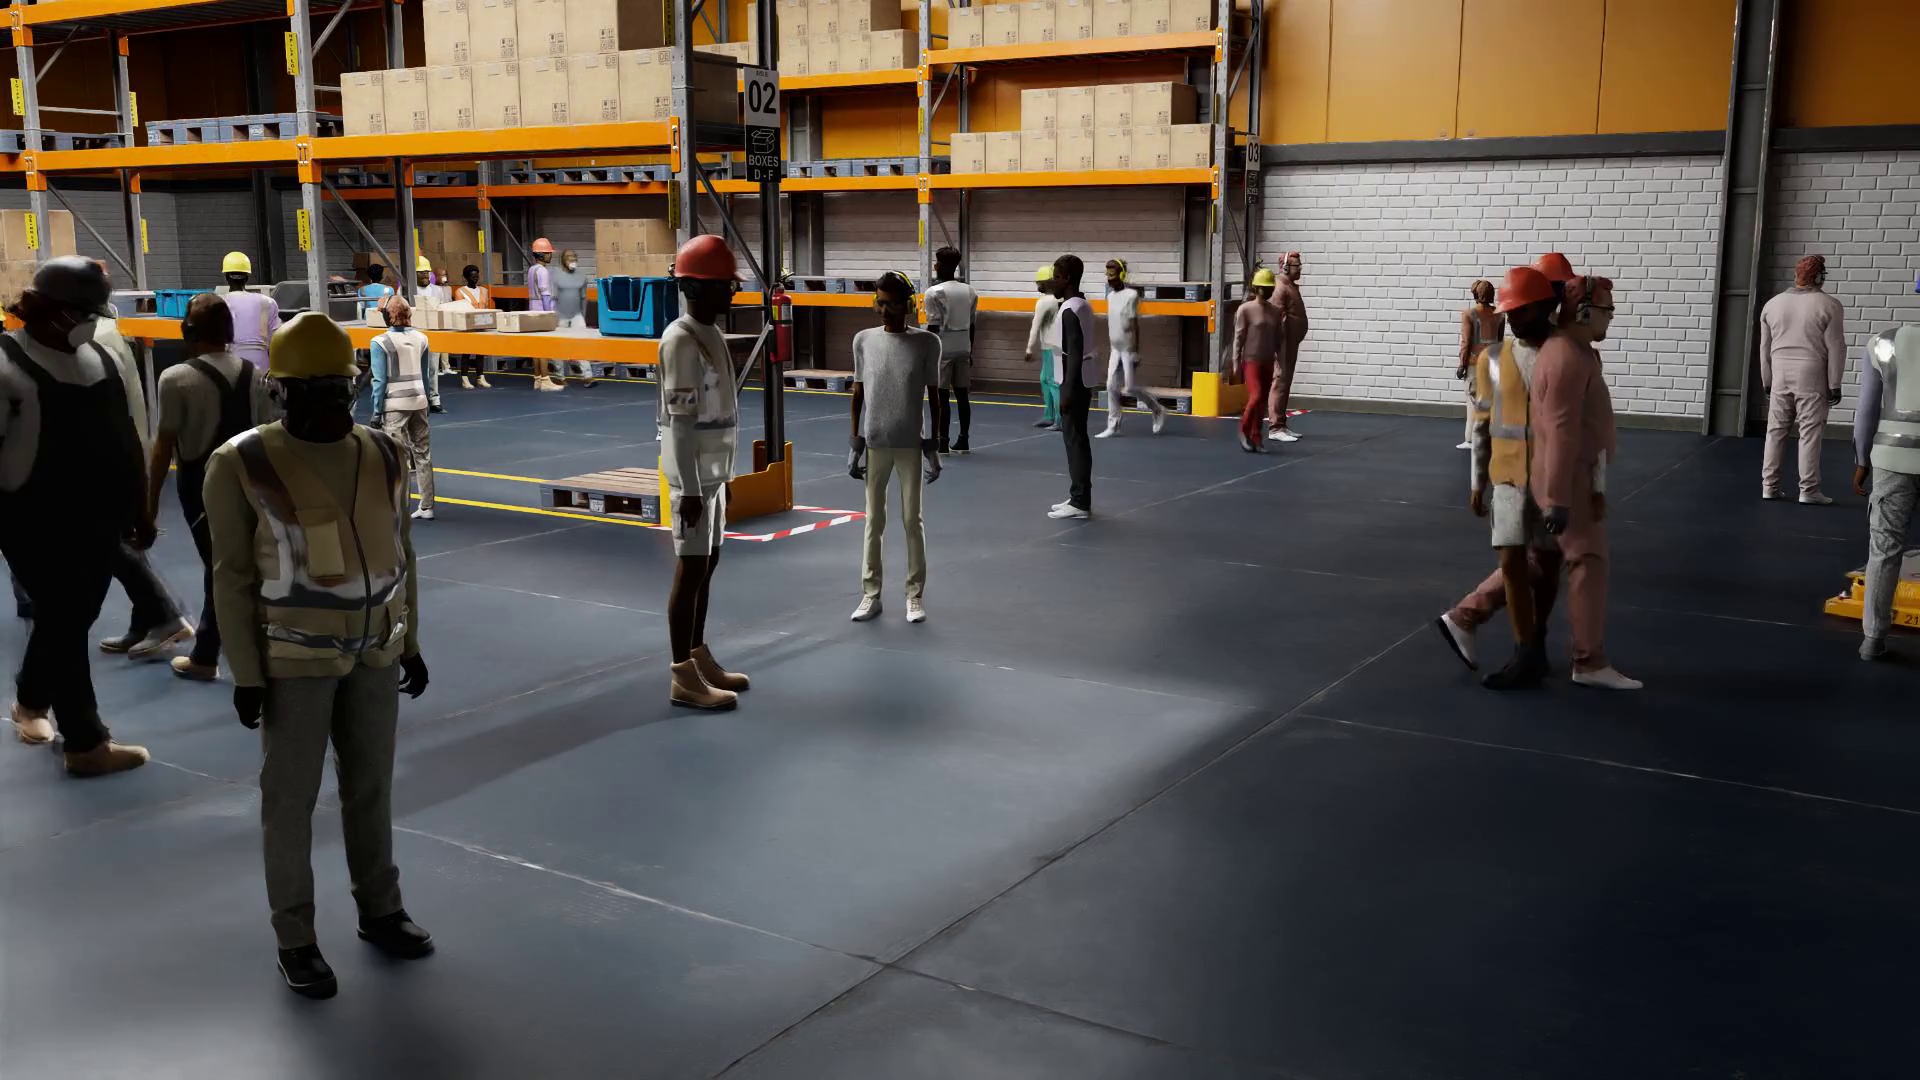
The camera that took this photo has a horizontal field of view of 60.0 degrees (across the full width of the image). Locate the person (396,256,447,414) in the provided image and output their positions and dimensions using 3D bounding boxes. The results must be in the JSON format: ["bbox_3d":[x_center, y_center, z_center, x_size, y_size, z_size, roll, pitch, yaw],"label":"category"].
[{"bbox_3d":[-6.218,-2.363,19.293,0.403,1.835,0.588,10,14,43],"label":"person"}]

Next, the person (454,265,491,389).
[{"bbox_3d":[-6.638,-2.898,22.673,0.322,1.690,0.536,8,13,36],"label":"person"}]

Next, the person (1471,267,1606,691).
[{"bbox_3d":[2.637,-0.281,7.584,0.633,1.897,0.655,5,12,27],"label":"person"}]

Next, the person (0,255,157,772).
[{"bbox_3d":[-3.547,-0.159,6.509,0.864,2.000,0.689,3,11,14],"label":"person"}]

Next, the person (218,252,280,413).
[{"bbox_3d":[-5.769,-1.345,13.401,0.589,1.927,0.369,-7,12,-32],"label":"person"}]

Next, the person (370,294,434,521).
[{"bbox_3d":[-3.972,-0.921,11.844,0.309,1.641,0.513,5,12,27],"label":"person"}]

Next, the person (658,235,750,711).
[{"bbox_3d":[-1.094,-0.293,7.245,0.395,2.042,0.611,1,10,5],"label":"person"}]

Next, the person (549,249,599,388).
[{"bbox_3d":[-5.297,-3.002,22.678,0.639,1.894,0.969,-8,13,-37],"label":"person"}]

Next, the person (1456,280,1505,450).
[{"bbox_3d":[5.026,-1.681,16.060,0.523,1.638,0.311,-5,11,-24],"label":"person"}]

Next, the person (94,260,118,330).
[{"bbox_3d":[-6.464,-1.153,12.460,0.356,1.883,0.573,2,10,11],"label":"person"}]

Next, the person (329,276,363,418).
[{"bbox_3d":[-6.987,-2.145,18.701,0.522,1.628,0.510,-8,13,-39],"label":"person"}]

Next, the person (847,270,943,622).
[{"bbox_3d":[-0.346,-0.488,8.826,0.519,1.865,0.327,1,10,8],"label":"person"}]

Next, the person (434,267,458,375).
[{"bbox_3d":[-7.791,-3.286,24.997,0.284,1.626,0.496,5,11,24],"label":"person"}]

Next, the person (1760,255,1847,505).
[{"bbox_3d":[6.480,-1.224,12.787,0.410,1.908,0.643,-7,12,-35],"label":"person"}]

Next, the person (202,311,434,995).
[{"bbox_3d":[-1.725,0.297,4.561,0.404,1.833,0.589,8,13,37],"label":"person"}]

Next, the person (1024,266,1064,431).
[{"bbox_3d":[0.922,-2.029,17.706,0.650,1.739,0.548,6,12,30],"label":"person"}]

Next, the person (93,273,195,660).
[{"bbox_3d":[-4.122,-0.397,8.092,0.523,1.948,0.661,-5,11,-25],"label":"person"}]

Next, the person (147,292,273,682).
[{"bbox_3d":[-3.266,-0.185,7.348,0.958,1.806,0.536,6,12,28],"label":"person"}]

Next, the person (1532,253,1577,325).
[{"bbox_3d":[3.711,-0.845,10.585,0.346,1.942,0.546,5,11,27],"label":"person"}]

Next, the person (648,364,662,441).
[{"bbox_3d":[-2.905,-1.816,16.817,0.505,1.635,0.277,-2,10,-13],"label":"person"}]

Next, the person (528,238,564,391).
[{"bbox_3d":[-5.580,-3.015,22.331,0.374,2.043,0.609,-6,12,-30],"label":"person"}]

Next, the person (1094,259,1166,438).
[{"bbox_3d":[1.757,-1.958,17.090,0.770,1.838,0.526,-6,12,-32],"label":"person"}]

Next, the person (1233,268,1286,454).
[{"bbox_3d":[2.852,-1.684,15.743,0.549,1.750,0.368,-6,12,-29],"label":"person"}]

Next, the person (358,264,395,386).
[{"bbox_3d":[-8.049,-2.971,23.044,0.532,1.697,0.320,0,10,-3],"label":"person"}]

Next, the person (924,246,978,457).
[{"bbox_3d":[-0.106,-1.764,15.611,0.607,1.966,0.366,-9,14,-41],"label":"person"}]

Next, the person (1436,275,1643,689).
[{"bbox_3d":[2.674,-0.264,7.576,0.860,1.880,0.657,2,10,12],"label":"person"}]

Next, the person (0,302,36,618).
[{"bbox_3d":[-5.038,-0.416,8.696,0.310,1.768,0.533,6,12,31],"label":"person"}]

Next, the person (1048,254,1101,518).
[{"bbox_3d":[0.840,-1.113,12.140,0.371,1.916,0.597,2,10,10],"label":"person"}]

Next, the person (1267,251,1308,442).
[{"bbox_3d":[3.312,-1.954,16.831,0.407,1.908,0.641,4,11,19],"label":"person"}]

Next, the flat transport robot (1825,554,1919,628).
[{"bbox_3d":[5.352,0.261,9.089,1.431,0.197,0.652,-9,14,-42],"label":"flat transport robot"}]

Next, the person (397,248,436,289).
[{"bbox_3d":[-7.846,-3.278,24.081,0.545,1.938,0.359,-4,11,-23],"label":"person"}]

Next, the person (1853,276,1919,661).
[{"bbox_3d":[4.587,-0.362,7.909,0.614,1.939,0.404,8,13,36],"label":"person"}]
